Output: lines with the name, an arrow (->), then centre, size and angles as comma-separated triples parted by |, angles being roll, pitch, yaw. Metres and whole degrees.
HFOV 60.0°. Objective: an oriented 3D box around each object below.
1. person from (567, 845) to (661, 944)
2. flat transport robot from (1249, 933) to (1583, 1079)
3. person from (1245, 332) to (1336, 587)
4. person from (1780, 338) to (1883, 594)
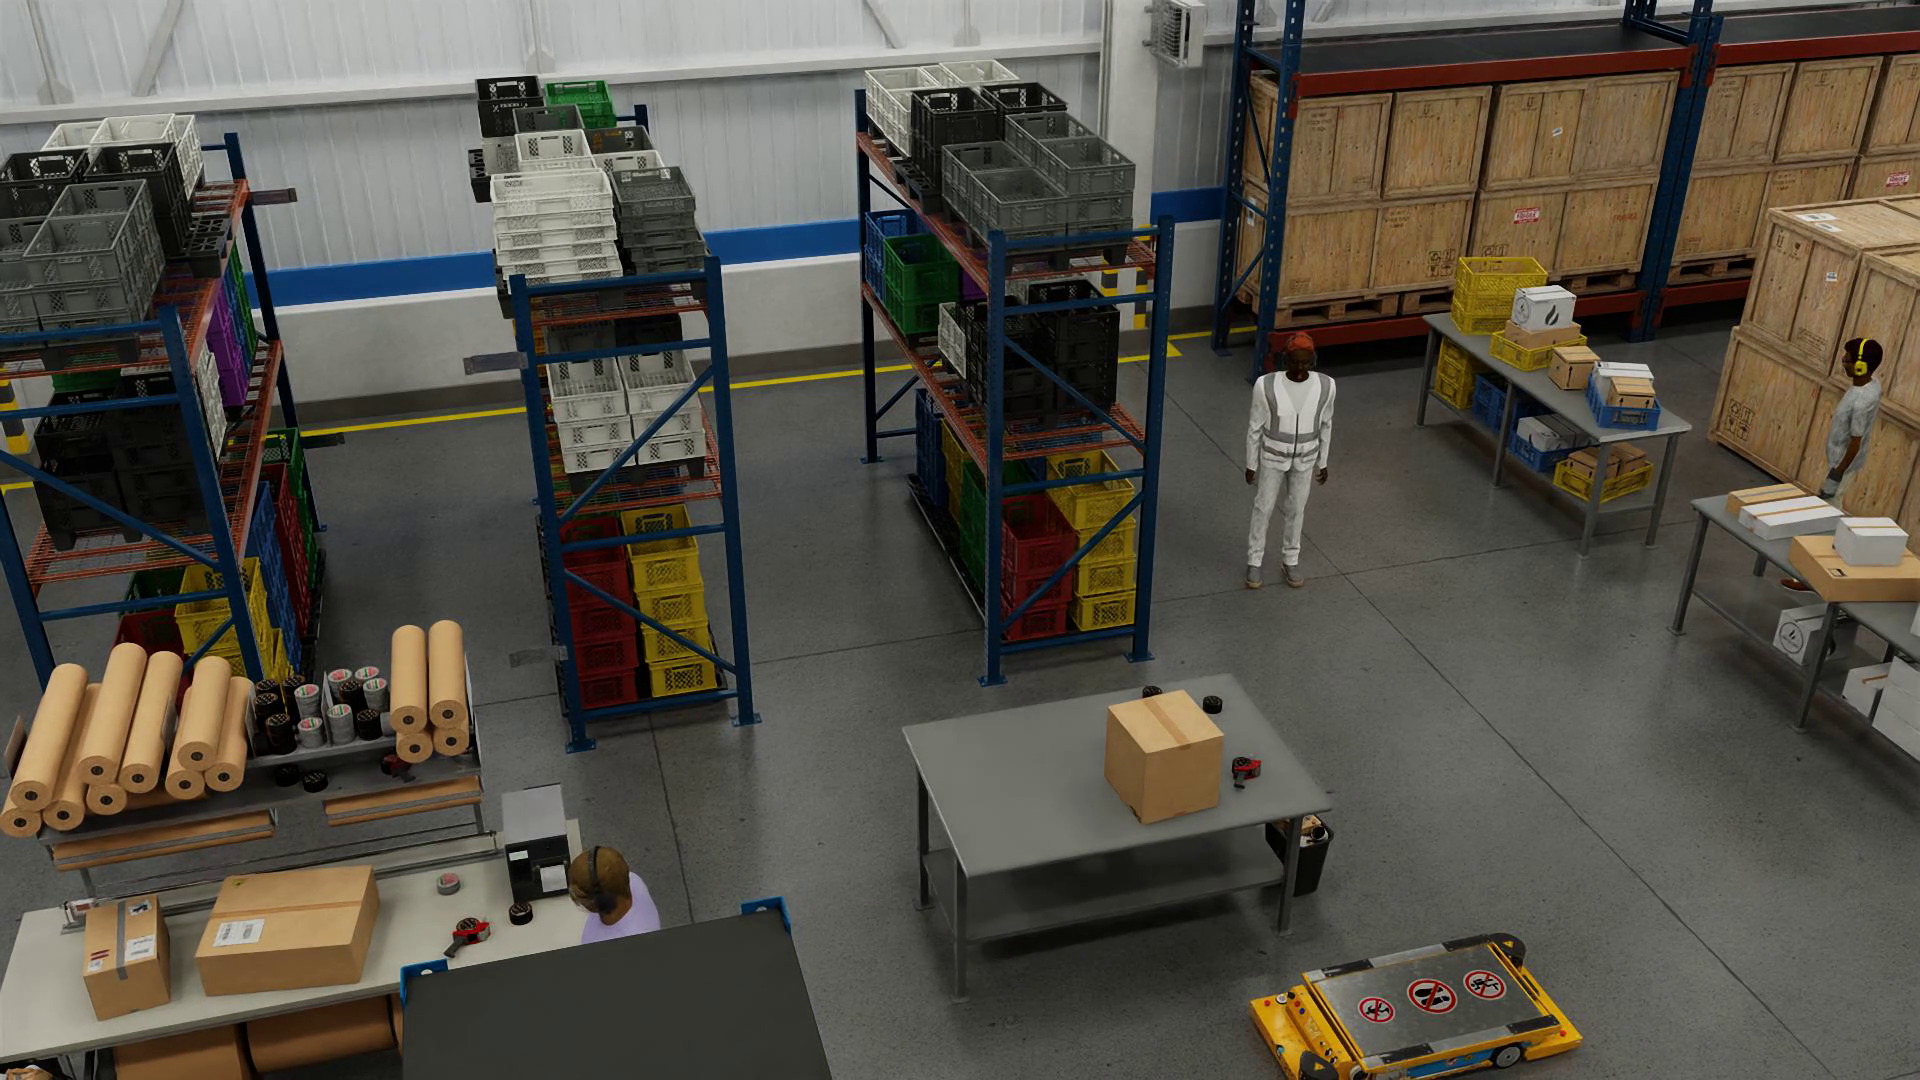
person -> -1.337, 2.014, 6.756 | 0.371, 1.934, 0.627 | -7, 30, -13
flat transport robot -> 2.184, 2.282, 7.980 | 1.431, 0.197, 0.652 | -8, 30, -14
person -> 2.256, -0.543, 11.458 | 0.585, 1.882, 0.337 | -1, 29, -2
person -> 6.016, -0.505, 11.412 | 0.327, 1.865, 0.521 | 16, 32, 26
